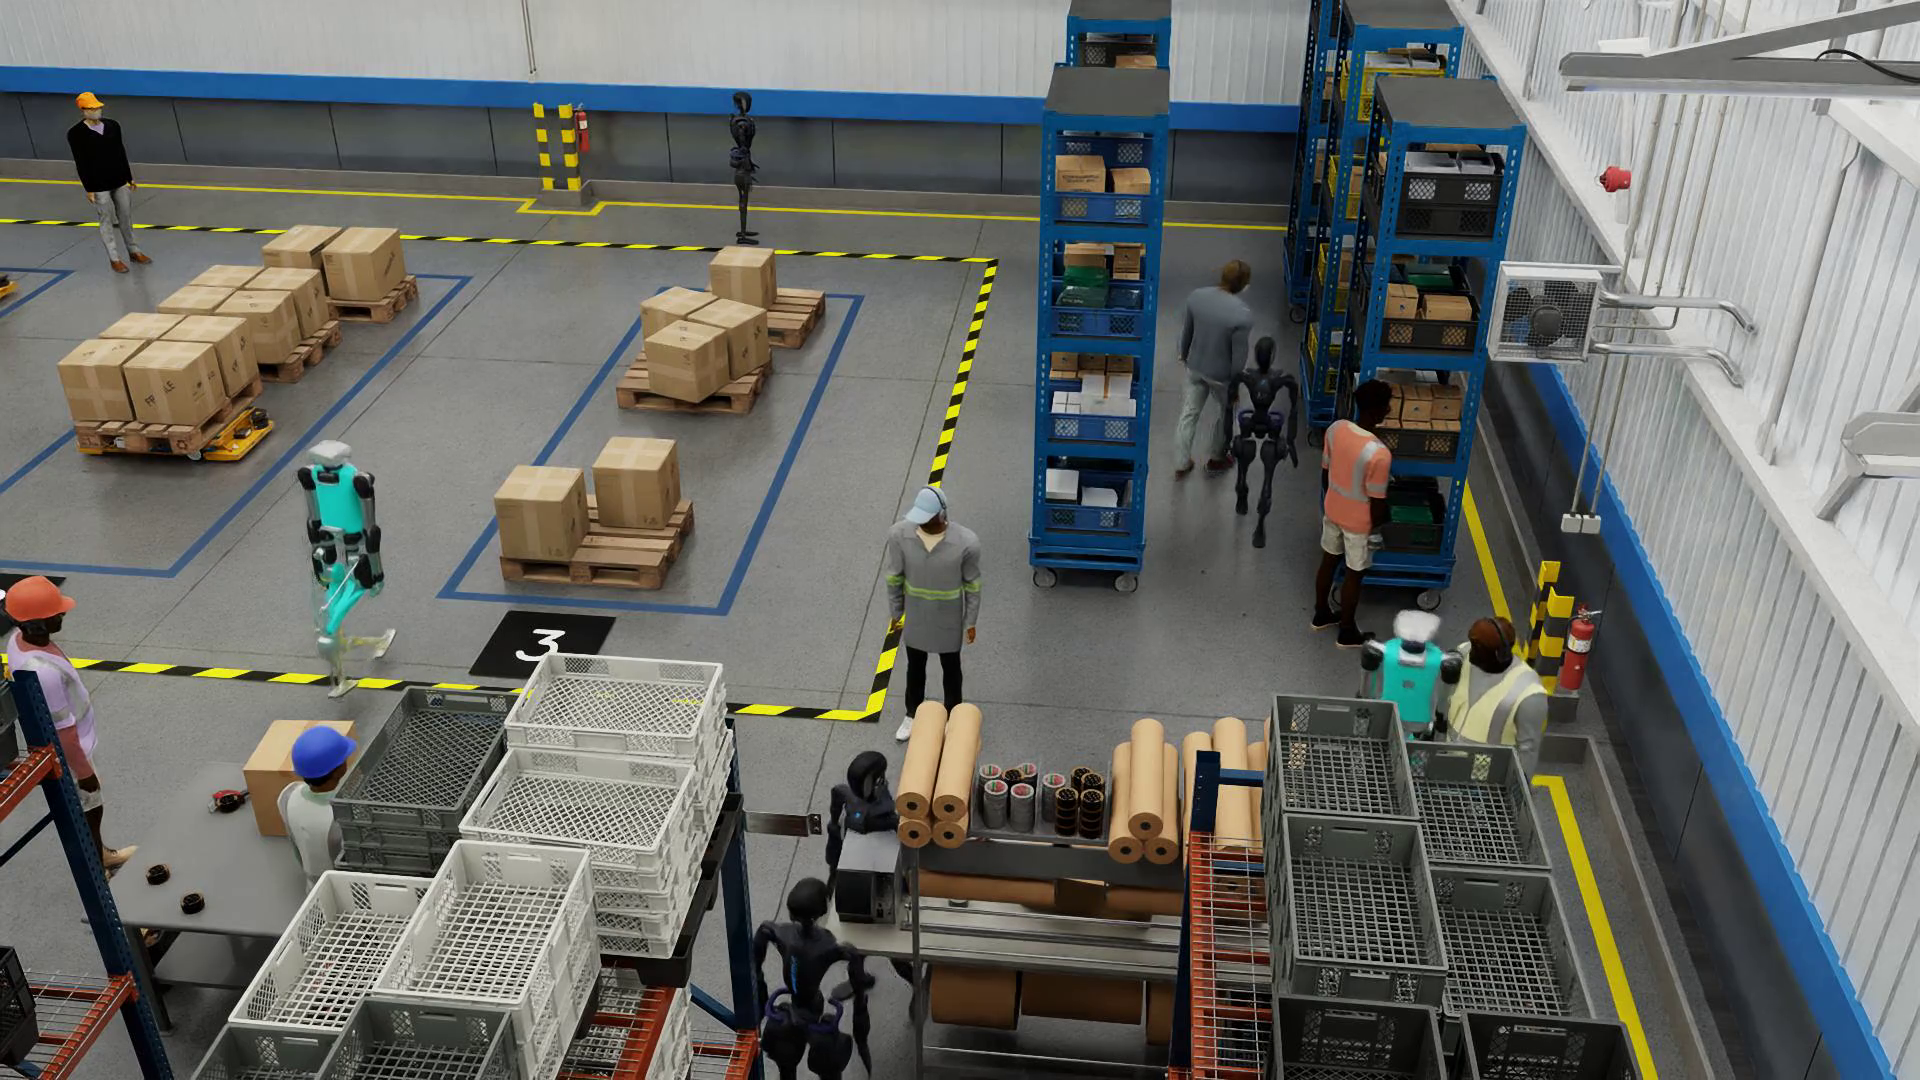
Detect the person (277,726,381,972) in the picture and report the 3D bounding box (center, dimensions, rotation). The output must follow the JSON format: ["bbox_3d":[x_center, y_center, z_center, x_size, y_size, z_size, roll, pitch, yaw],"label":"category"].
[{"bbox_3d":[-2.929,1.719,8.050,0.603,1.951,0.381,16,34,25],"label":"person"}]

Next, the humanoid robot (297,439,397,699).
[{"bbox_3d":[-4.067,0.268,10.776,0.539,1.740,1.022,9,31,15],"label":"humanoid robot"}]

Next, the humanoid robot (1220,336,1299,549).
[{"bbox_3d":[2.295,-0.801,12.670,0.589,1.642,0.656,5,31,9],"label":"humanoid robot"}]

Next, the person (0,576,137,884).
[{"bbox_3d":[-4.815,1.090,9.052,0.399,2.034,0.607,-20,36,-31],"label":"person"}]

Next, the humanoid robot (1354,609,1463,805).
[{"bbox_3d":[2.483,1.085,9.388,0.545,1.816,0.714,9,31,15],"label":"humanoid robot"}]

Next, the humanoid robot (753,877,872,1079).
[{"bbox_3d":[-0.682,2.196,7.488,0.613,1.655,0.307,9,31,15],"label":"humanoid robot"}]

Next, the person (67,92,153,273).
[{"bbox_3d":[-8.992,-3.779,17.560,0.361,1.884,0.587,16,34,25],"label":"person"}]

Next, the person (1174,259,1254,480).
[{"bbox_3d":[2.058,-1.394,13.458,0.743,1.899,0.718,22,37,33],"label":"person"}]

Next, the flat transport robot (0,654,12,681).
[{"bbox_3d":[-7.142,0.969,11.010,1.431,0.231,0.659,3,30,6],"label":"flat transport robot"}]

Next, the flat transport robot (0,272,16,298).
[{"bbox_3d":[-10.582,-2.581,17.078,1.431,0.197,0.652,3,30,6],"label":"flat transport robot"}]

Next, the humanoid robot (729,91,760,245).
[{"bbox_3d":[-2.373,-4.121,18.337,0.315,1.657,0.599,-2,30,-3],"label":"humanoid robot"}]

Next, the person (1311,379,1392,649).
[{"bbox_3d":[2.673,-0.182,11.299,0.373,1.965,0.606,-13,33,-22],"label":"person"}]

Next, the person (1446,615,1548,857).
[{"bbox_3d":[2.851,1.194,9.078,0.450,1.828,0.645,-14,33,-23],"label":"person"}]

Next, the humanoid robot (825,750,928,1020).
[{"bbox_3d":[-0.406,1.709,8.335,0.600,1.642,0.389,19,35,30],"label":"humanoid robot"}]

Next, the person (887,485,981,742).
[{"bbox_3d":[-0.169,0.470,10.296,0.589,1.848,0.404,7,31,12],"label":"person"}]

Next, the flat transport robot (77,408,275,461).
[{"bbox_3d":[-6.728,-0.944,14.268,1.431,0.197,0.652,3,30,6],"label":"flat transport robot"}]
